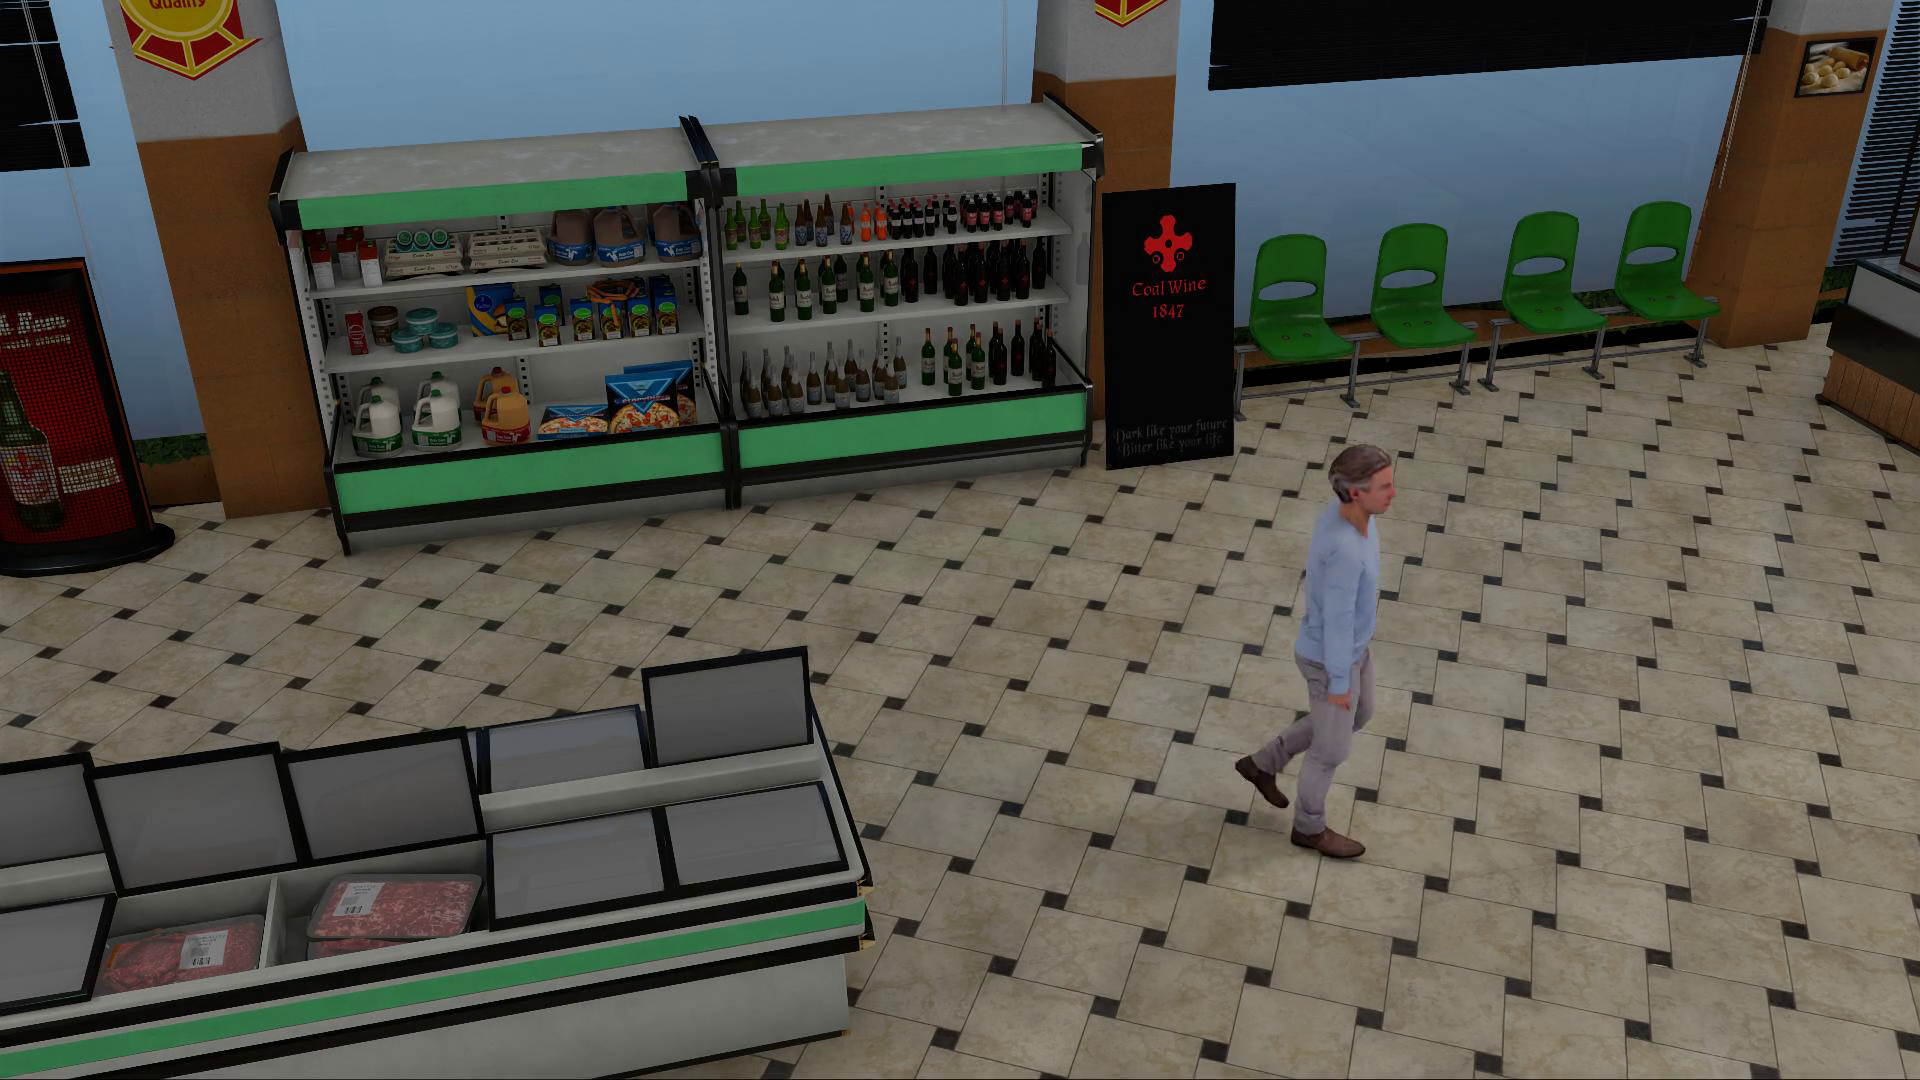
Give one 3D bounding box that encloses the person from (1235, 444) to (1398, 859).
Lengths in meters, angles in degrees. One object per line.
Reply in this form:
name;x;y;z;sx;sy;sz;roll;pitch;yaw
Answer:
person;1.433;0.451;6.742;0.979;1.880;0.895;9;30;16
